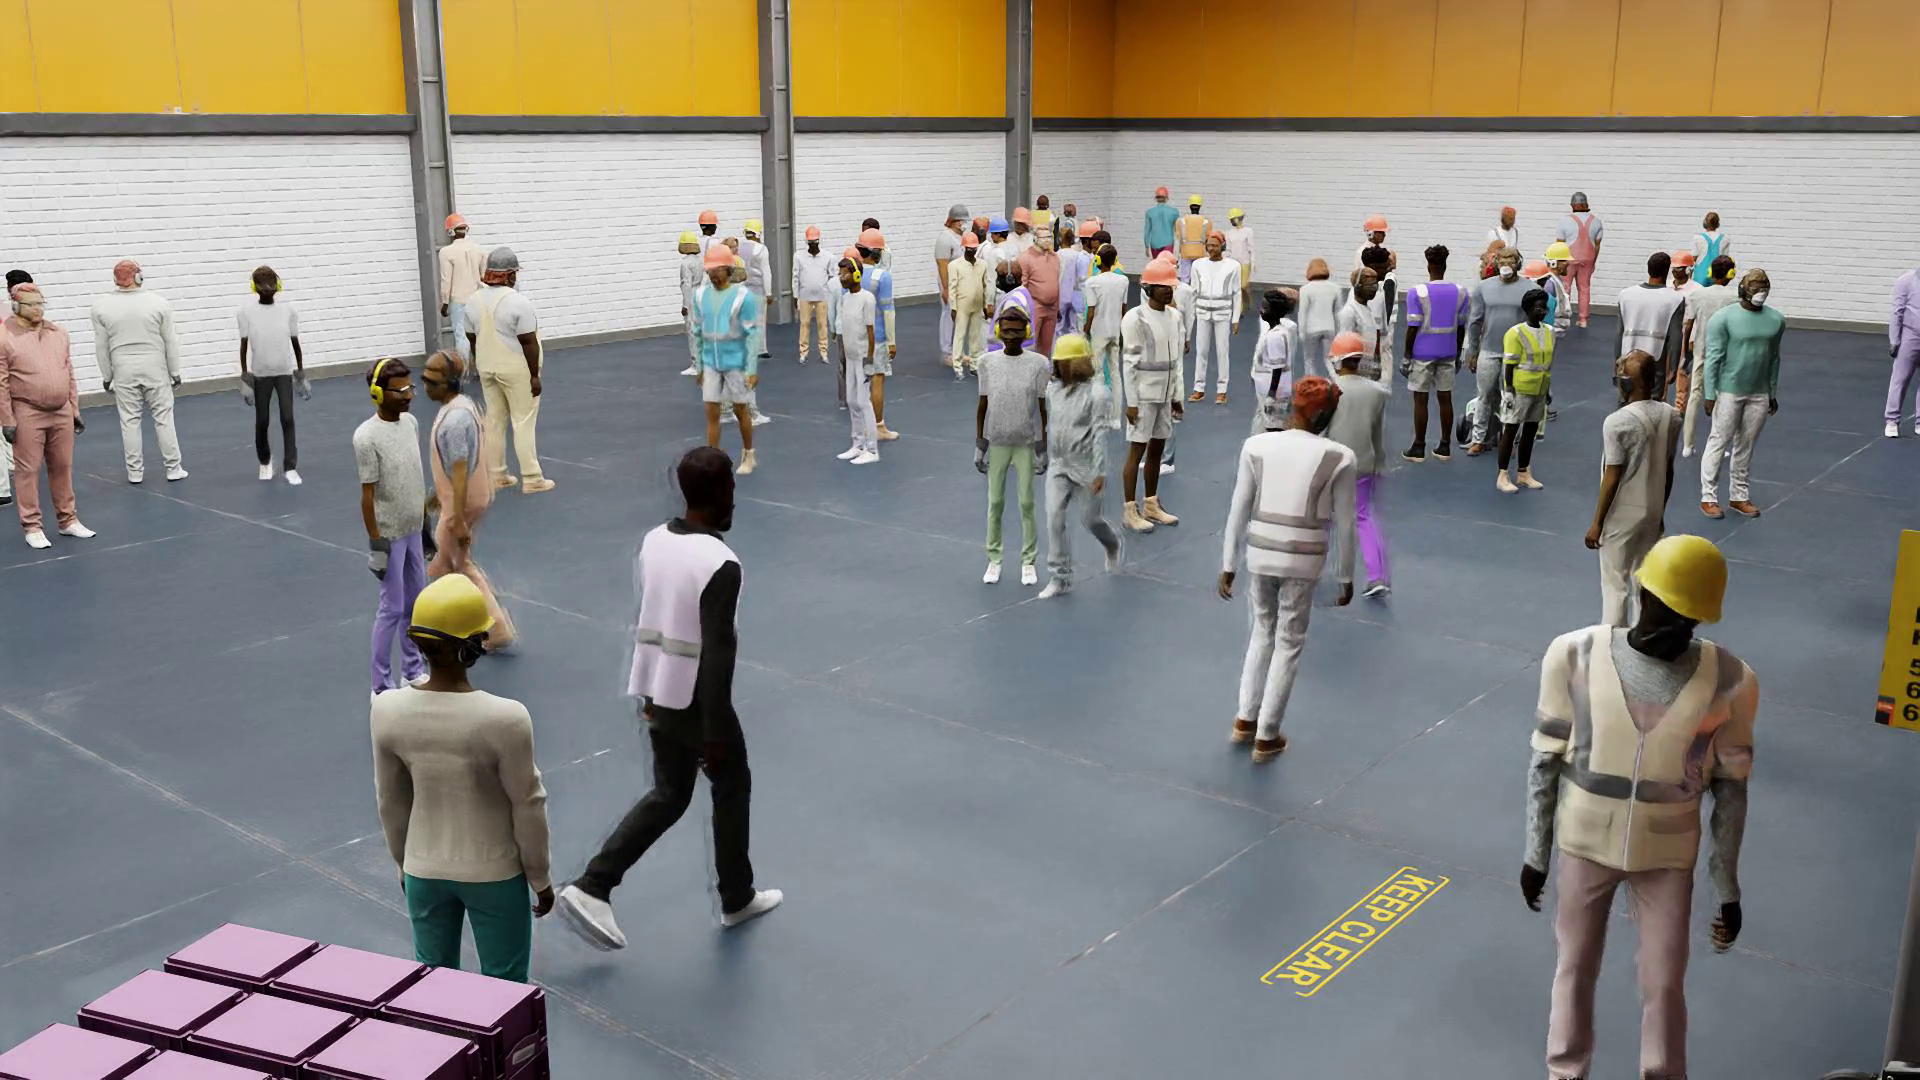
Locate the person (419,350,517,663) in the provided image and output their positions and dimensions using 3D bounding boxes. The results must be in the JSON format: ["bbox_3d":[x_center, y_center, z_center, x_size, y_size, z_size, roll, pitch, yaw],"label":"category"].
[{"bbox_3d":[-2.843,-0.184,9.378,0.530,1.804,0.558,-3,14,-11],"label":"person"}]

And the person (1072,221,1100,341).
[{"bbox_3d":[1.463,-2.666,19.036,0.358,1.938,0.545,0,14,1],"label":"person"}]

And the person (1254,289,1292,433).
[{"bbox_3d":[2.570,-1.206,13.684,0.317,1.698,0.540,3,14,12],"label":"person"}]

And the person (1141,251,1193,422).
[{"bbox_3d":[2.101,-2.073,17.031,0.562,1.756,0.317,-1,14,-5],"label":"person"}]

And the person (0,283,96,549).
[{"bbox_3d":[-6.665,-0.908,12.077,0.411,1.908,0.643,7,16,25],"label":"person"}]

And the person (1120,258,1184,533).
[{"bbox_3d":[1.467,-1.088,12.513,0.605,2.045,0.382,-13,19,-43],"label":"person"}]

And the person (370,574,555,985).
[{"bbox_3d":[-1.440,0.962,4.887,0.525,1.769,0.308,3,14,12],"label":"person"}]

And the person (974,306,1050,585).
[{"bbox_3d":[0.343,-0.620,11.025,0.505,1.858,0.332,3,14,10],"label":"person"}]

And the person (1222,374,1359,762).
[{"bbox_3d":[1.577,0.138,7.992,0.594,1.853,0.537,9,16,31],"label":"person"}]

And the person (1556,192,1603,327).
[{"bbox_3d":[9.271,-4.231,25.081,0.683,2.000,0.535,-1,14,-3],"label":"person"}]

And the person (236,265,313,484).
[{"bbox_3d":[-5.844,-1.403,14.189,0.555,1.889,0.458,-8,16,-28],"label":"person"}]

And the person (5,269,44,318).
[{"bbox_3d":[-8.749,-1.706,15.710,0.319,1.690,0.540,-5,15,-18],"label":"person"}]

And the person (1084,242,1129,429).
[{"bbox_3d":[1.436,-2.019,16.589,0.514,1.872,0.328,-8,16,-29],"label":"person"}]

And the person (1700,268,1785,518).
[{"bbox_3d":[6.061,-1.132,12.904,0.635,1.939,0.362,-3,14,-10],"label":"person"}]

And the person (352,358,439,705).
[{"bbox_3d":[-2.934,-0.029,8.671,0.328,1.859,0.515,3,14,13],"label":"person"}]

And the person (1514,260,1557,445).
[{"bbox_3d":[5.453,-1.786,15.891,0.341,1.750,0.567,12,18,39],"label":"person"}]

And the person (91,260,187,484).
[{"bbox_3d":[-6.965,-1.423,14.149,0.636,1.902,0.406,-5,15,-18],"label":"person"}]

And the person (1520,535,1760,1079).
[{"bbox_3d":[1.968,0.902,4.872,0.608,1.902,0.397,5,15,21],"label":"person"}]

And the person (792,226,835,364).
[{"bbox_3d":[-1.867,-3.132,21.266,0.563,1.753,0.327,-1,14,-5],"label":"person"}]

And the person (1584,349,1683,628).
[{"bbox_3d":[3.637,-0.116,9.047,0.506,1.840,0.343,-6,15,-23],"label":"person"}]

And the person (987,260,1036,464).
[{"bbox_3d":[0.459,-1.601,15.001,0.429,1.836,0.623,2,14,9],"label":"person"}]

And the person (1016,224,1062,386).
[{"bbox_3d":[0.926,-2.633,18.970,0.651,1.906,0.403,-12,18,-40],"label":"person"}]

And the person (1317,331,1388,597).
[{"bbox_3d":[2.530,-0.498,10.840,0.581,1.713,0.888,-4,15,-16],"label":"person"}]

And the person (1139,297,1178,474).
[{"bbox_3d":[1.753,-1.390,14.552,0.285,1.633,0.501,-2,14,-8],"label":"person"}]

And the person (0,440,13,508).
[{"bbox_3d":[-7.841,-1.145,13.202,0.586,1.824,0.404,12,18,39],"label":"person"}]

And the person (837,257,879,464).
[{"bbox_3d":[-0.934,-1.621,15.036,0.332,1.857,0.528,-10,17,-34],"label":"person"}]

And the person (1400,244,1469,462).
[{"bbox_3d":[4.281,-1.686,15.067,0.612,1.962,0.364,-3,14,-14],"label":"person"}]

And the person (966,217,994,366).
[{"bbox_3d":[0.273,-3.079,20.798,0.354,1.883,0.573,-2,14,-8],"label":"person"}]

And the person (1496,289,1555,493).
[{"bbox_3d":[4.717,-1.238,13.818,0.541,1.695,0.316,-8,16,-28],"label":"person"}]

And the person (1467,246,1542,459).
[{"bbox_3d":[4.965,-1.712,15.223,0.635,1.937,0.352,6,15,22],"label":"person"}]

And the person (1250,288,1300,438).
[{"bbox_3d":[2.826,-1.430,14.776,0.639,1.601,0.546,-5,15,-18],"label":"person"}]

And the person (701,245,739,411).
[{"bbox_3d":[-2.505,-2.240,17.685,0.534,1.767,0.314,8,16,29],"label":"person"}]

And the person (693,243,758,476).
[{"bbox_3d":[-2.028,-1.542,14.361,0.618,2.044,0.444,5,15,20],"label":"person"}]

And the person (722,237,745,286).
[{"bbox_3d":[-2.858,-2.951,20.773,0.307,1.644,0.521,10,17,35],"label":"person"}]

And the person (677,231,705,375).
[{"bbox_3d":[-3.290,-2.899,20.361,0.316,1.742,0.492,4,15,15],"label":"person"}]
